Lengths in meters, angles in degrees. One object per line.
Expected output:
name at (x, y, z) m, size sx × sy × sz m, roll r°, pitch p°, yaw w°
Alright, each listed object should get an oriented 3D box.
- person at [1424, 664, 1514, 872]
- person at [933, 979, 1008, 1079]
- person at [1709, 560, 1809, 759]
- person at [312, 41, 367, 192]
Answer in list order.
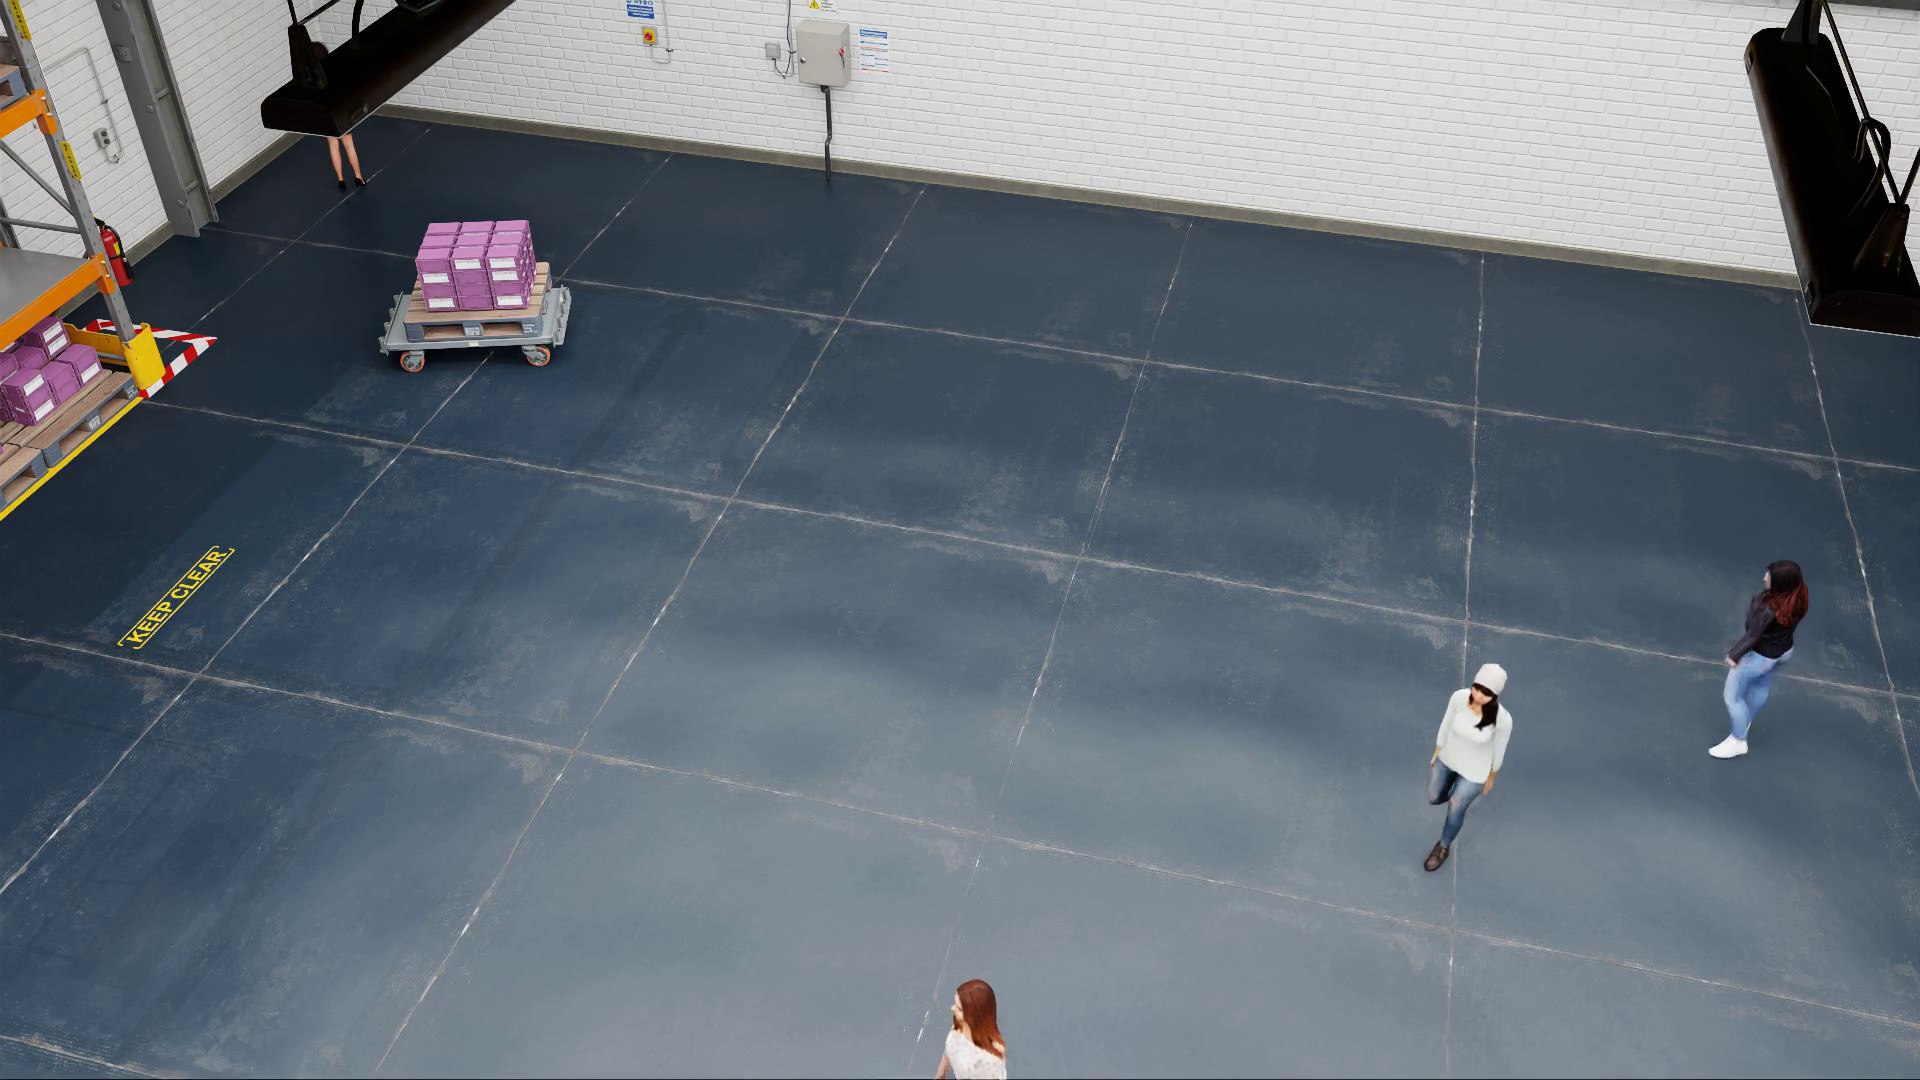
person at (3.189, 1.358, 10.396) m, size 0.777 × 1.635 × 0.908 m, roll 29°, pitch 47°, yaw 31°
person at (0.178, 2.805, 8.527) m, size 0.947 × 1.705 × 0.944 m, roll -12°, pitch 40°, yaw -15°
person at (5.443, 0.734, 11.196) m, size 0.812 × 1.612 × 0.875 m, roll -10°, pitch 40°, yaw -13°
person at (-6.678, -4.511, 17.734) m, size 0.617 × 1.649 × 0.613 m, roll -7°, pitch 39°, yaw -9°
